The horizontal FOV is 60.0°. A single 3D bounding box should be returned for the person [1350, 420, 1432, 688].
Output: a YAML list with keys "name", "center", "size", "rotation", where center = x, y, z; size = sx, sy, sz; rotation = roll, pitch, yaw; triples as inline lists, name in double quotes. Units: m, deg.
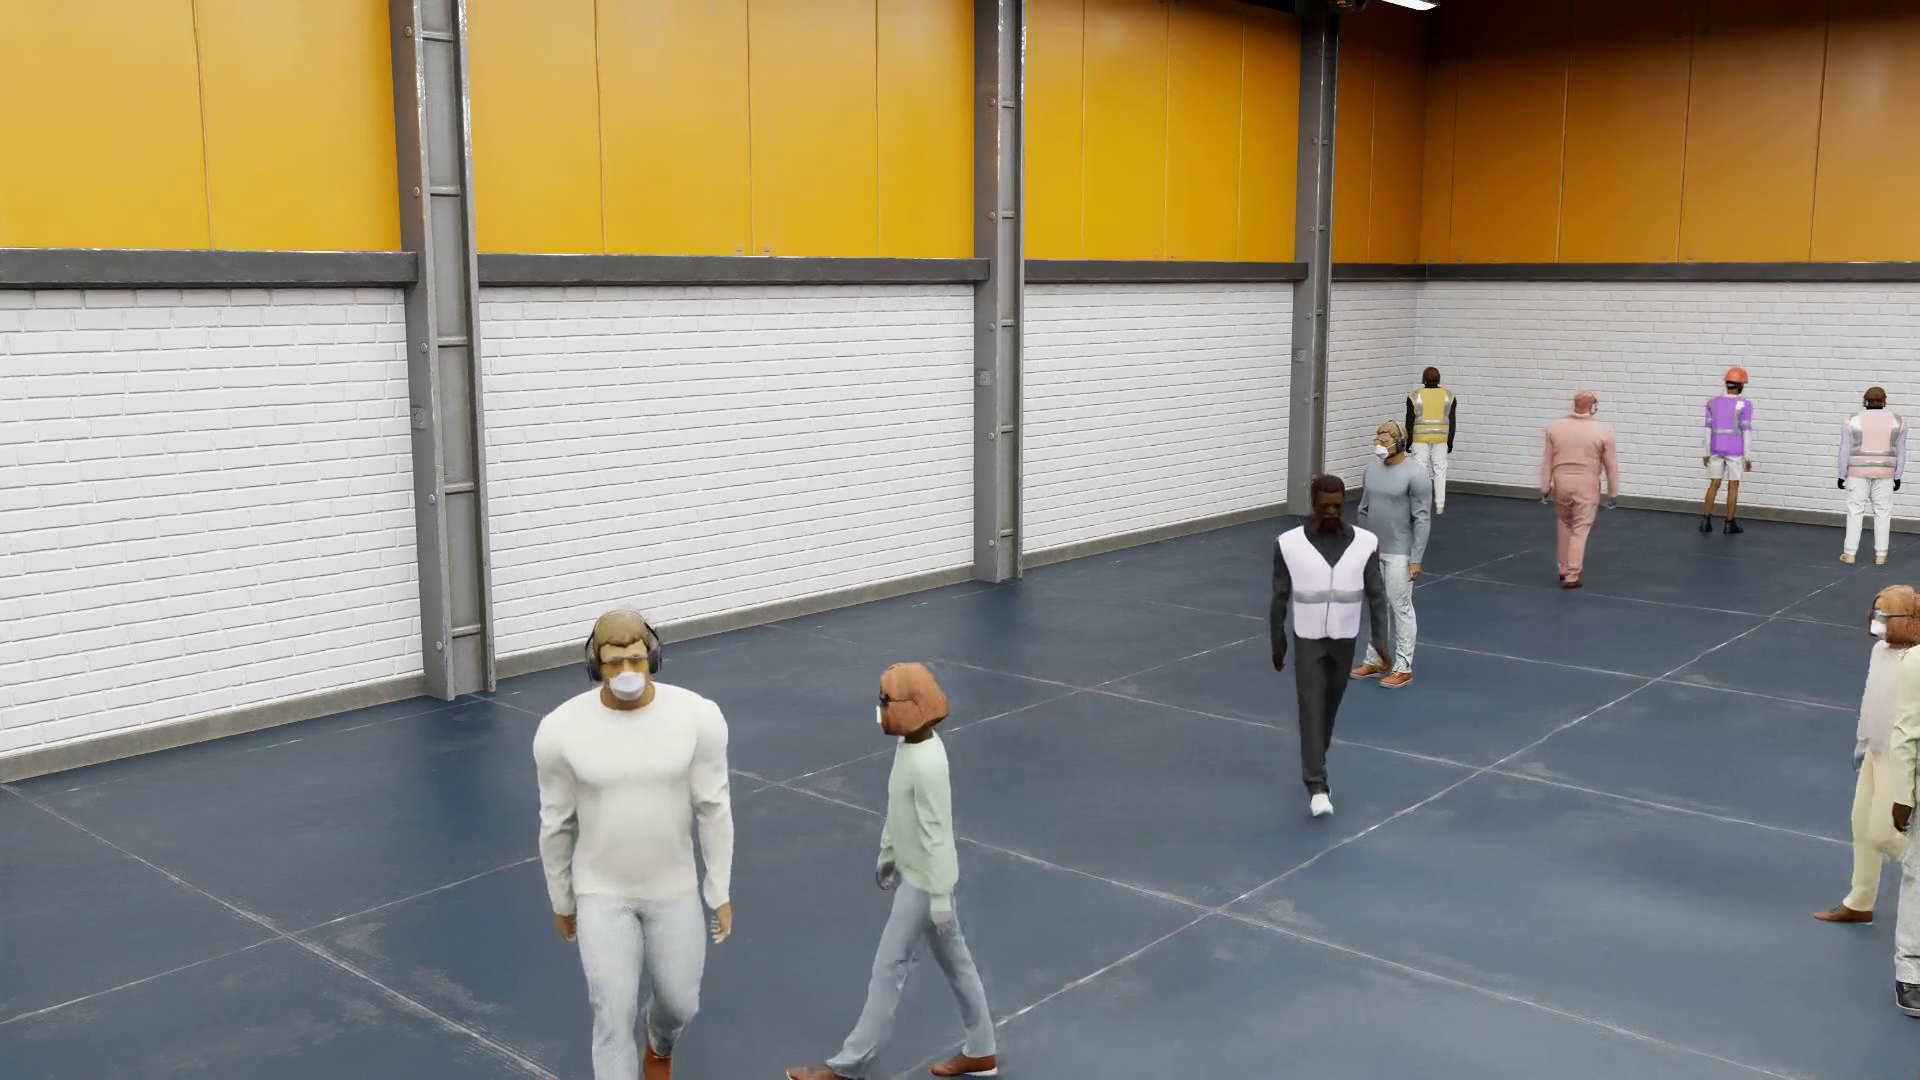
- name: "person"
  center: [3.115, 0.097, 12.068]
  size: [0.358, 1.938, 0.636]
  rotation: [-5, 10, -30]

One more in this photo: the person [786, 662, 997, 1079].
- name: "person"
  center: [-0.233, 1.231, 6.028]
  size: [0.833, 1.592, 0.529]
  rotation: [-1, 9, -6]

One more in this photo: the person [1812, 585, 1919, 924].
- name: "person"
  center: [4.235, 0.994, 7.467]
  size: [0.529, 1.618, 0.531]
  rotation: [2, 9, 9]

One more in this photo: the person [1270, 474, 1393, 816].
- name: "person"
  center: [2.062, 0.580, 9.215]
  size: [0.619, 1.871, 0.960]
  rotation: [-1, 9, -4]

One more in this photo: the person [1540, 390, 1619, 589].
- name: "person"
  center: [5.972, -0.491, 15.927]
  size: [0.685, 1.879, 0.773]
  rotation: [7, 12, 39]

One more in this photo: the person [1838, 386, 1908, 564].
- name: "person"
  center: [9.390, -0.664, 17.167]
  size: [0.623, 1.839, 0.429]
  rotation: [3, 10, 18]

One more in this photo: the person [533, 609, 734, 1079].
- name: "person"
  center: [-1.084, 1.145, 5.568]
  size: [0.634, 1.918, 0.710]
  rotation: [-2, 9, -14]

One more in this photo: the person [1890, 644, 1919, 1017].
- name: "person"
  center: [4.041, 1.013, 6.655]
  size: [0.591, 1.830, 0.403]
  rotation: [1, 9, 7]

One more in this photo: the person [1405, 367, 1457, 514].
- name: "person"
  center: [5.852, -1.237, 20.743]
  size: [0.627, 1.847, 0.429]
  rotation: [1, 9, 4]

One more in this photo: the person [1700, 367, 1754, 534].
- name: "person"
  center: [8.821, -1.018, 19.147]
  size: [0.478, 1.928, 0.578]
  rotation: [-6, 11, -35]
